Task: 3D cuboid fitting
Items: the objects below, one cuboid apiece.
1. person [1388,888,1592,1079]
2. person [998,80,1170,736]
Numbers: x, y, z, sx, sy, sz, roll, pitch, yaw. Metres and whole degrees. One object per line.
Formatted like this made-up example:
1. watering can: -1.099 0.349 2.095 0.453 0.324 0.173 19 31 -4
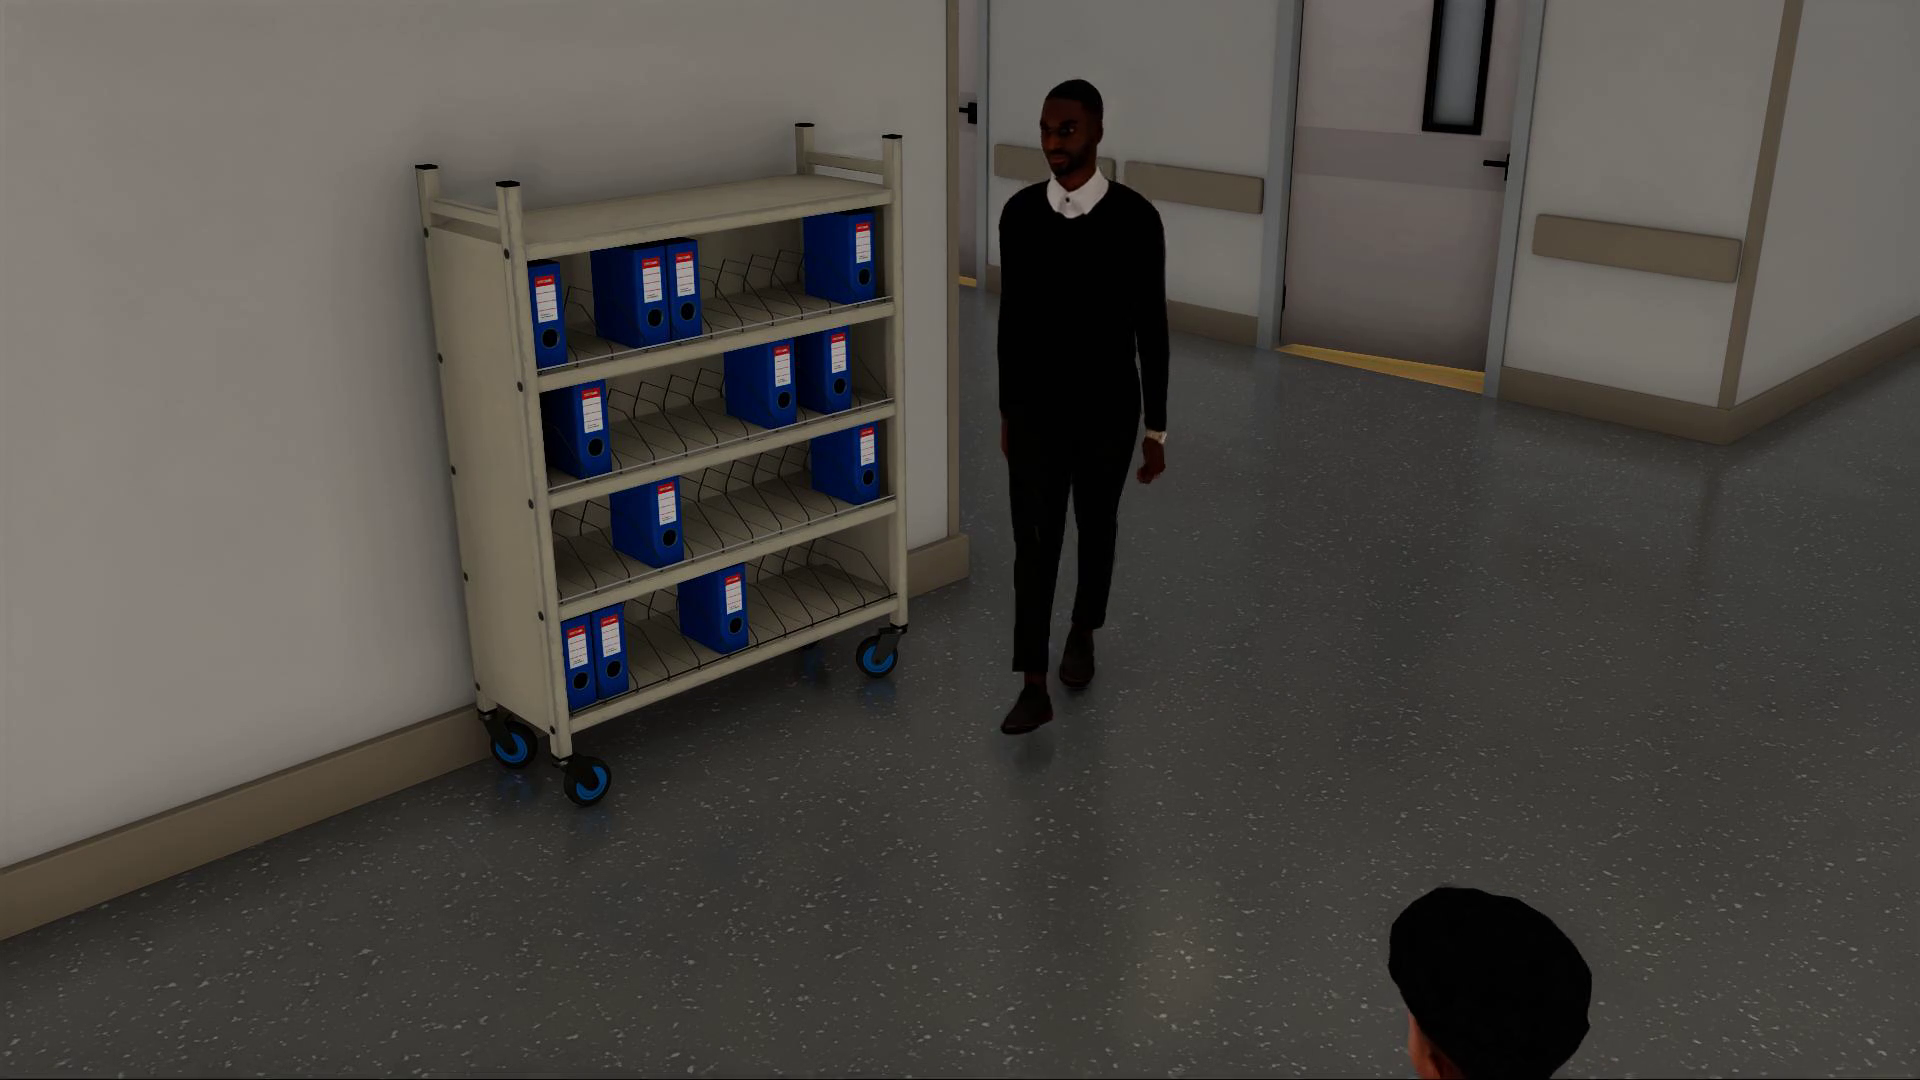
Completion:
1. person: 0.583 0.964 1.975 0.495 1.225 0.613 -11 23 -26
2. person: 0.361 -0.398 4.795 0.998 1.776 1.165 5 21 12
